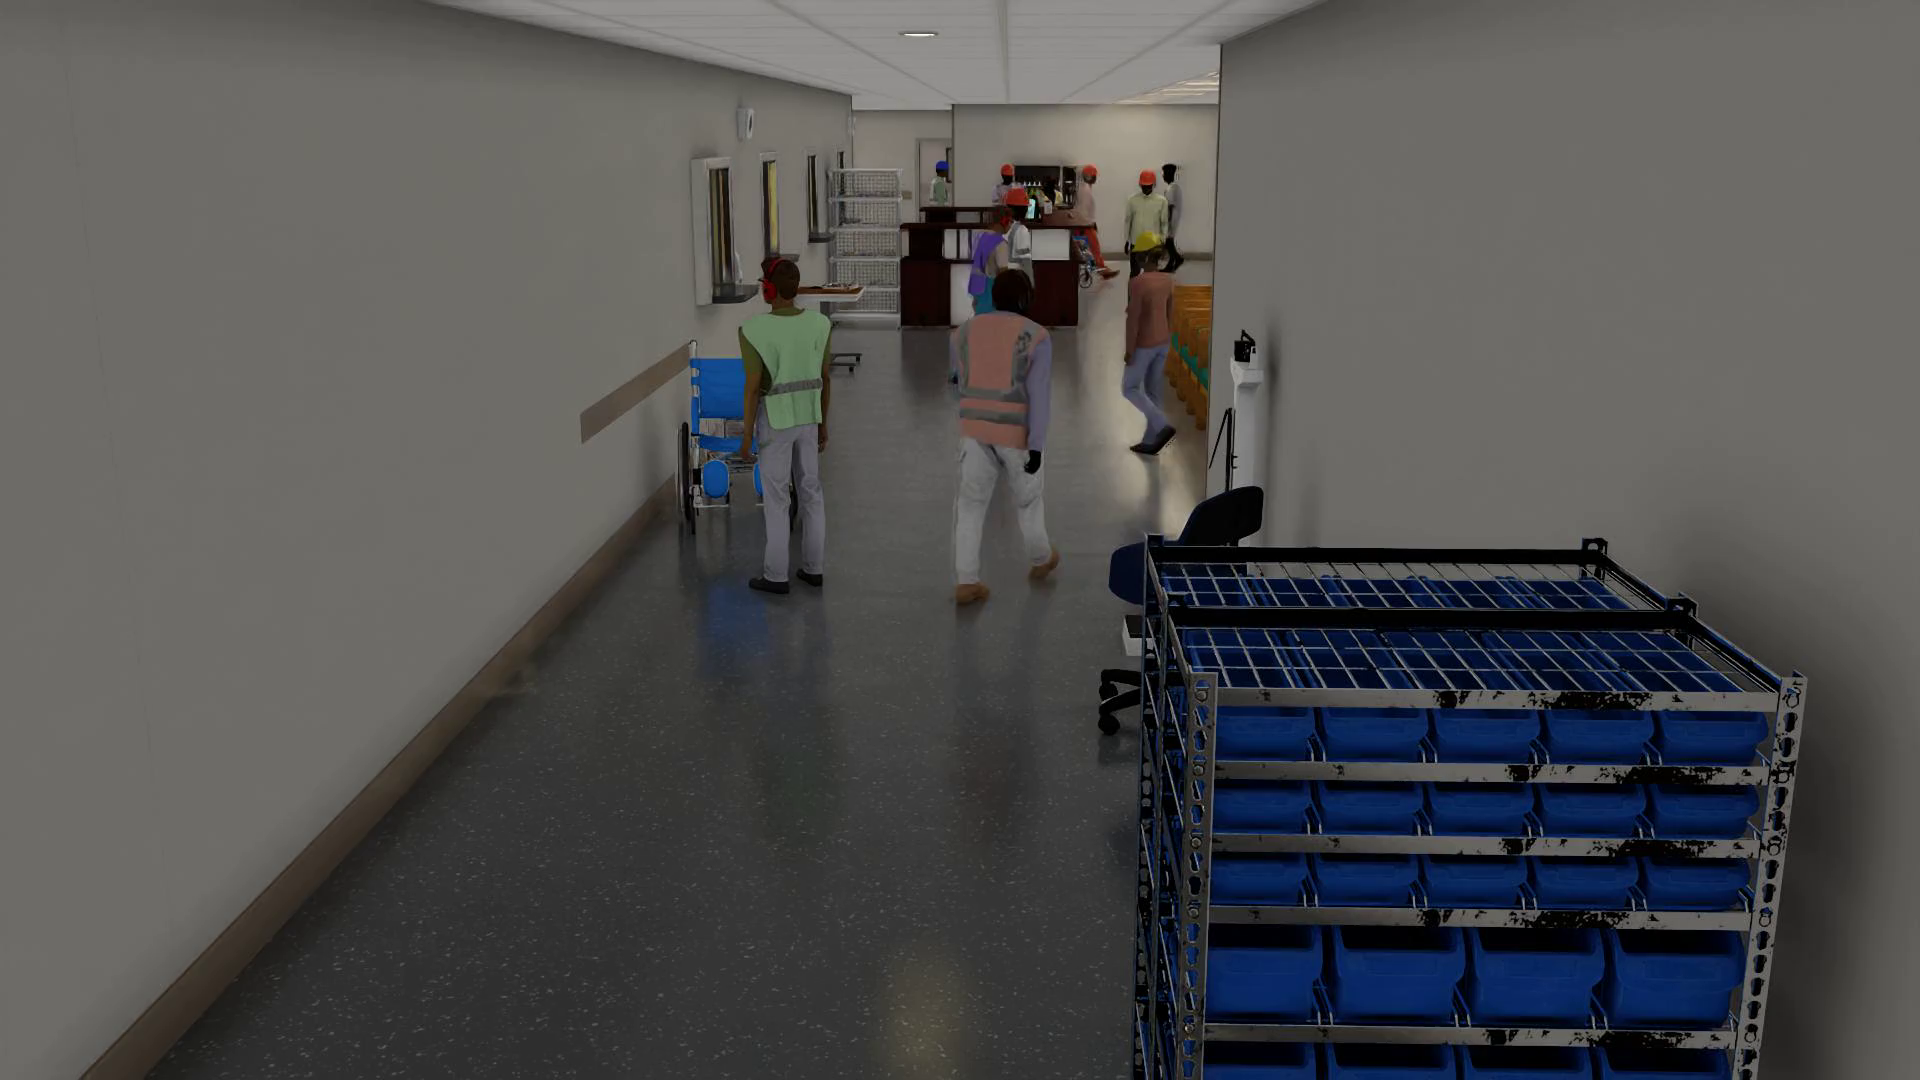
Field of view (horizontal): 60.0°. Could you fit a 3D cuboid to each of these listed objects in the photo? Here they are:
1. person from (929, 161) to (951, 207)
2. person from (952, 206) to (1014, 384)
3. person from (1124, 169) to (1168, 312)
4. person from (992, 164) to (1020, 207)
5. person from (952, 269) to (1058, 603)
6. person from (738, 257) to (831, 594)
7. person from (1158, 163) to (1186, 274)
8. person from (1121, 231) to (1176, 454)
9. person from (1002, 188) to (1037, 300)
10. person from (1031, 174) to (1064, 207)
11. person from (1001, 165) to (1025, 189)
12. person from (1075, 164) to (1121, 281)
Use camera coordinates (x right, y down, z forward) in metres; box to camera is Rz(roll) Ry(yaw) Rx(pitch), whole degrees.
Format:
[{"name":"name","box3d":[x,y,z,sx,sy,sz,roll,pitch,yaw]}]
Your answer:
[{"name":"person","box3d":[-0.384,-6.340,32.154,0.407,1.942,0.615,-3,14,-13]},{"name":"person","box3d":[0.346,-2.433,16.641,0.963,1.779,0.575,-3,14,-13]},{"name":"person","box3d":[2.593,-4.179,23.301,0.608,1.985,0.394,3,14,11]},{"name":"person","box3d":[0.841,-5.755,29.821,0.545,1.933,0.385,-5,15,-20]},{"name":"person","box3d":[0.245,-0.581,9.130,0.615,1.787,0.988,7,16,27]},{"name":"person","box3d":[-0.948,-0.619,9.136,0.565,1.850,0.390,-11,18,-39]},{"name":"person","box3d":[3.756,-5.702,29.546,0.457,1.949,0.614,5,15,21]},{"name":"person","box3d":[1.495,-1.516,12.968,0.454,1.752,0.541,13,19,42]},{"name":"person","box3d":[0.650,-2.774,17.754,0.739,1.908,0.570,-8,16,-28]},{"name":"person","box3d":[1.429,-4.979,26.876,0.633,1.836,0.429,-7,16,-27]},{"name":"person","box3d":[0.922,-5.865,30.283,0.573,1.918,0.400,3,14,10]},{"name":"person","box3d":[2.218,-5.367,28.197,0.998,1.940,0.628,-1,14,-5]}]
